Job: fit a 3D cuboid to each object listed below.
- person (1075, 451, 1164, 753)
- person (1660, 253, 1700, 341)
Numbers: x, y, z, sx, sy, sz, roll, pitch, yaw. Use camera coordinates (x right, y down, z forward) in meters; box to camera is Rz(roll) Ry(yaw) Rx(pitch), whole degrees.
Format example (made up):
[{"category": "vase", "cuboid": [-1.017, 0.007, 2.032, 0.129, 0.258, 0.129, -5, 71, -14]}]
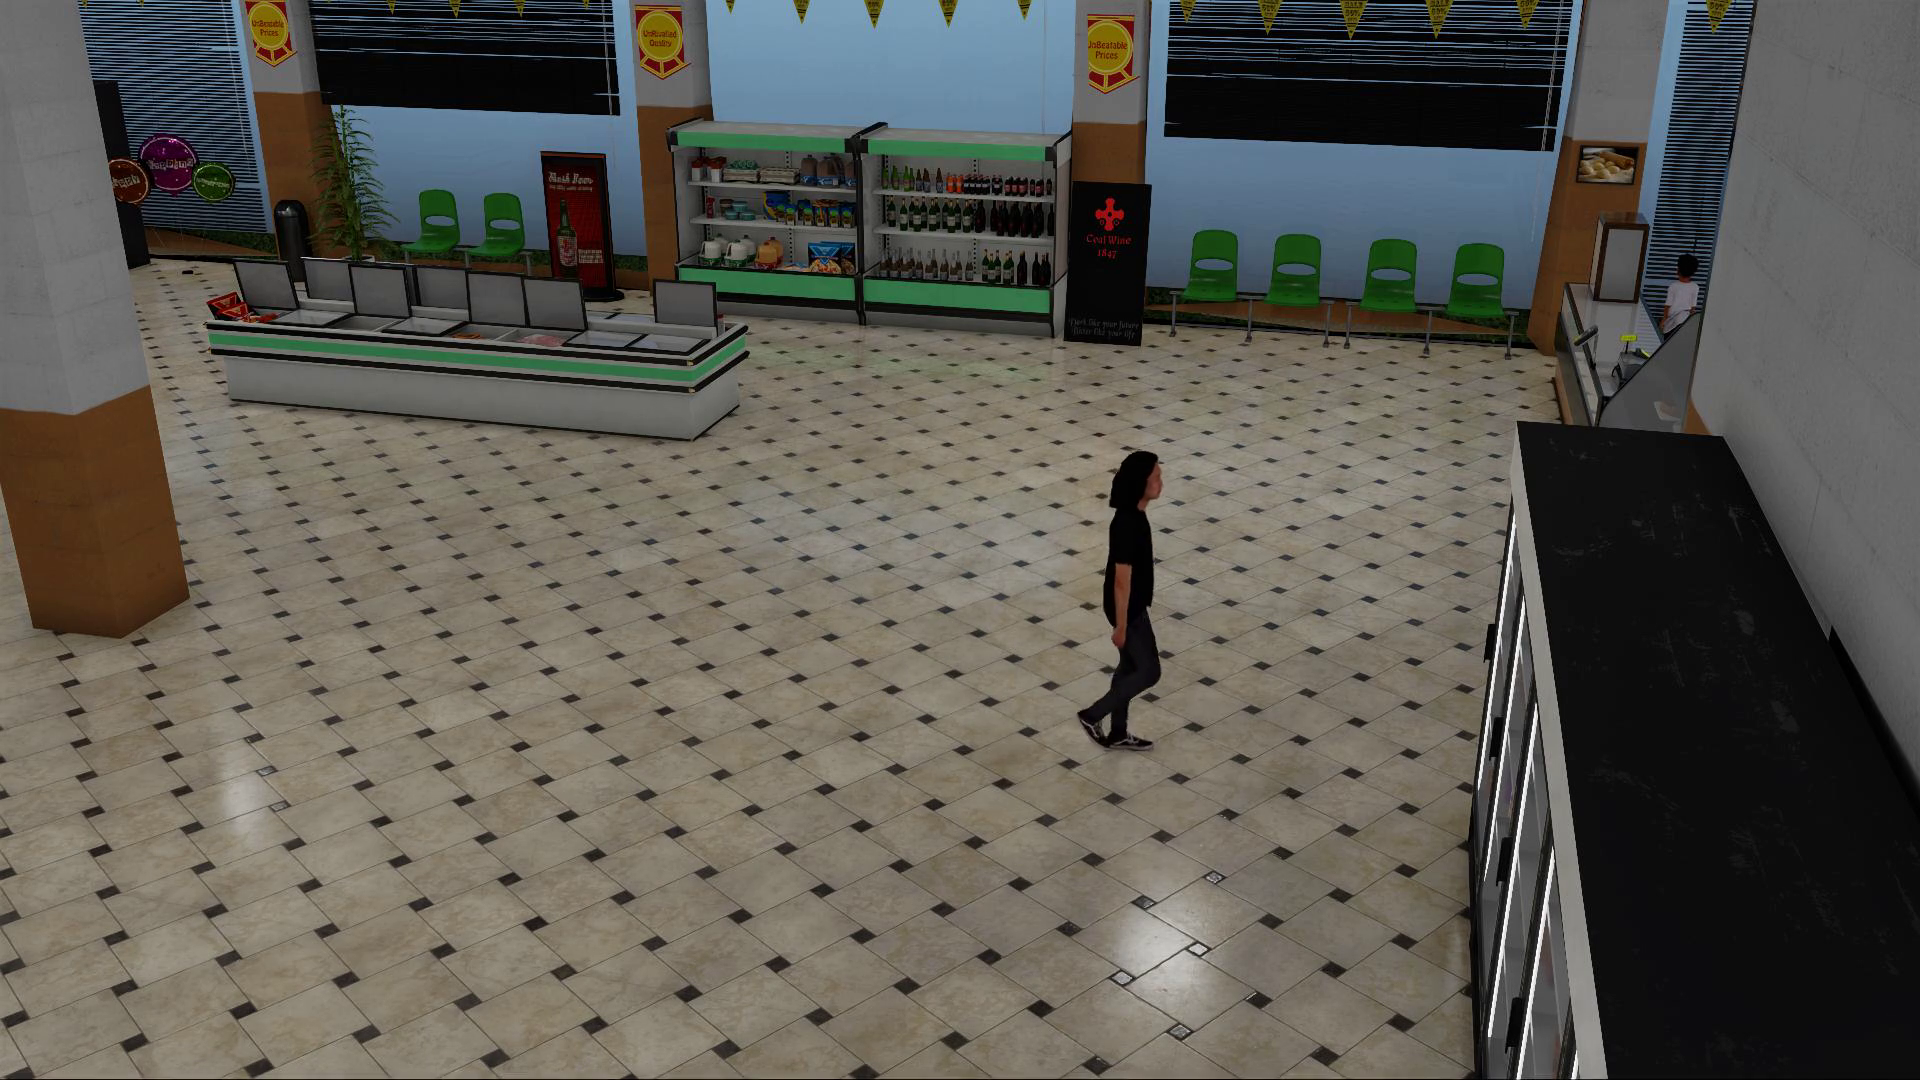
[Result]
[{"category": "person", "cuboid": [0.861, 0.358, 9.325, 0.755, 1.821, 0.691, 2, 22, 5]}, {"category": "person", "cuboid": [7.107, -2.203, 16.449, 0.535, 1.262, 0.621, -3, 22, -7]}]
